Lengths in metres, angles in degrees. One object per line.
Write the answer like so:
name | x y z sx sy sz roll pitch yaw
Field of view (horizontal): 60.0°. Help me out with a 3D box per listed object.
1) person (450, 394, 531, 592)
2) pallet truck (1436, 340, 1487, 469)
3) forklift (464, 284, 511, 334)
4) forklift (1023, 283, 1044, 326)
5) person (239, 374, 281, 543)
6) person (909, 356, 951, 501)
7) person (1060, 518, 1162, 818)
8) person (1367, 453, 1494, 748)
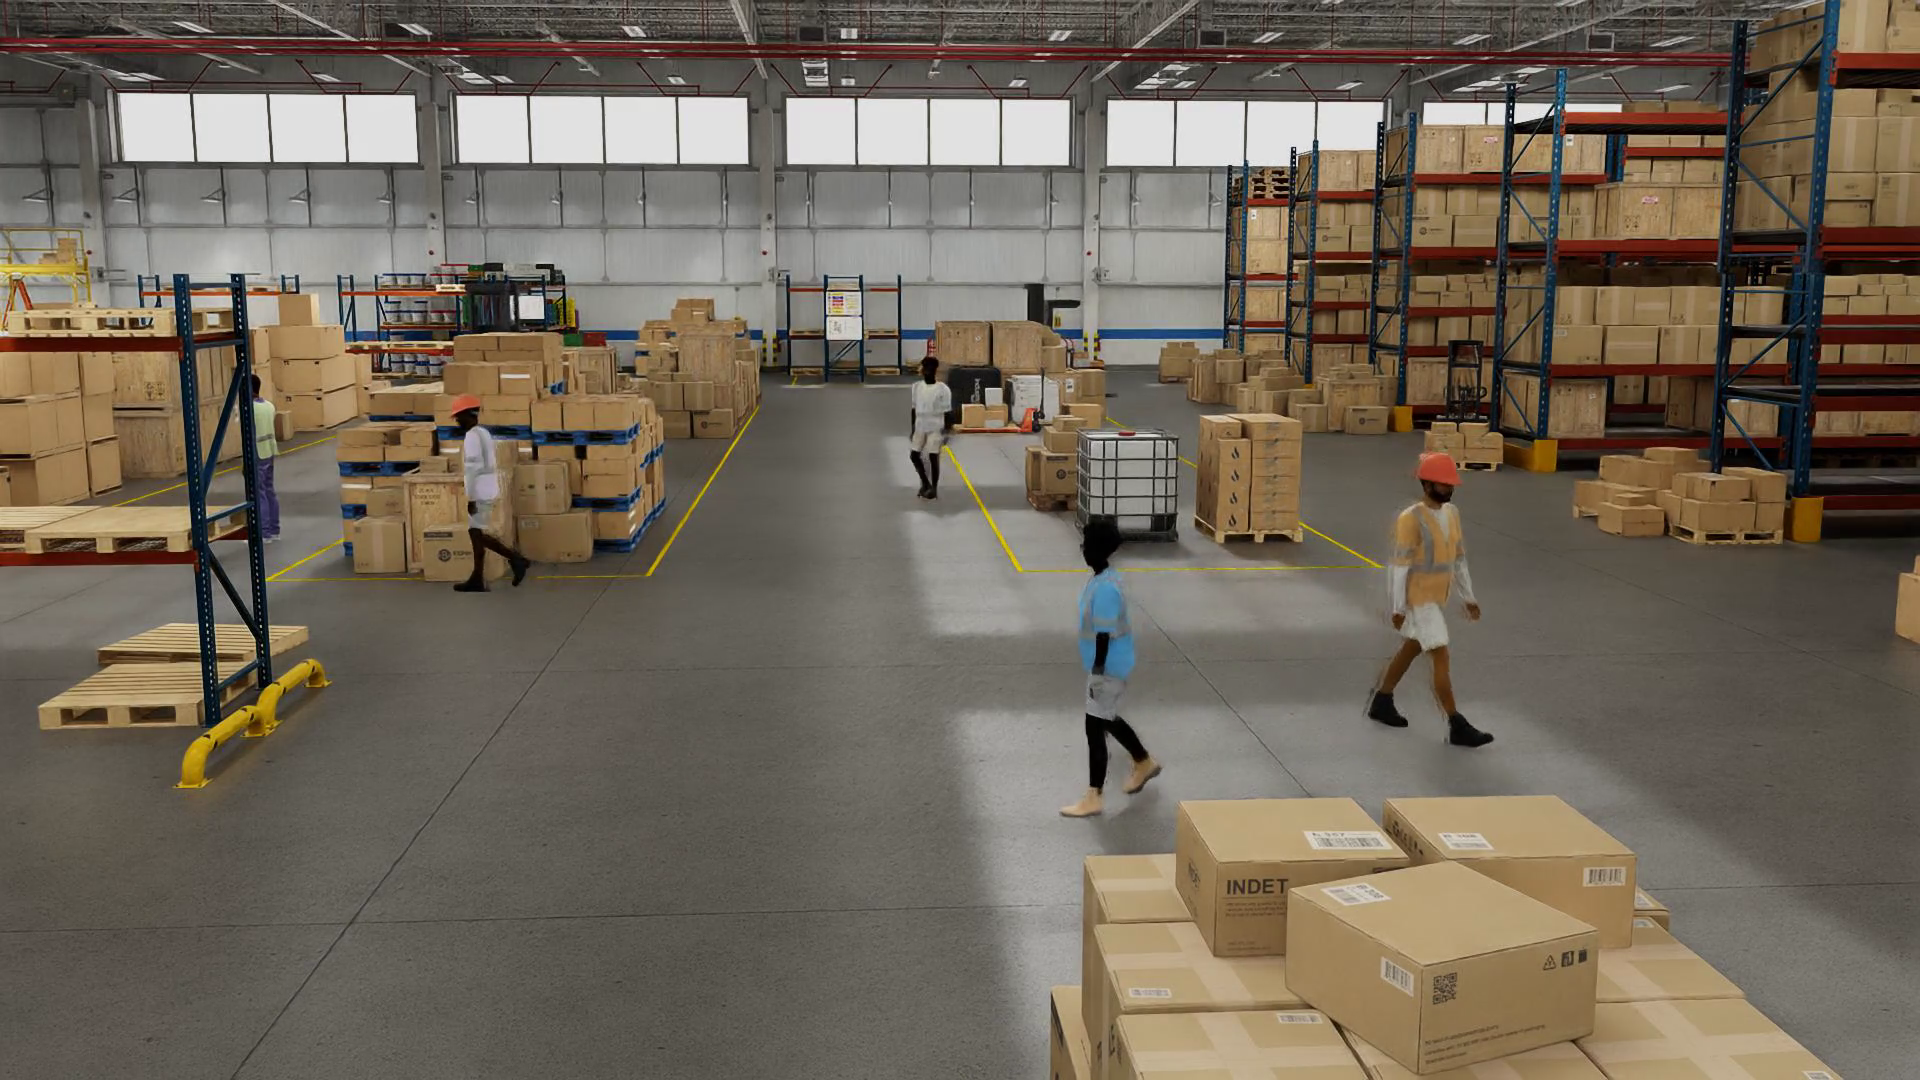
person | -4.501 -0.439 15.853 0.656 1.897 0.593 -1 9 -6
pallet truck | 8.004 -2.170 26.422 0.823 1.965 1.885 2 9 14
forklift | -10.249 -4.177 36.257 1.129 2.768 1.873 2 9 9
forklift | 1.786 -4.779 40.038 1.873 2.768 1.129 -1 9 -4
person | -7.923 -0.918 18.809 0.376 1.915 0.599 1 9 4
person | -0.423 -1.486 22.258 0.651 1.950 0.422 5 10 29
person | 0.870 0.714 9.352 0.581 1.677 0.607 0 9 -3
person | 3.079 0.366 10.860 0.563 1.884 0.992 -8 12 -42
